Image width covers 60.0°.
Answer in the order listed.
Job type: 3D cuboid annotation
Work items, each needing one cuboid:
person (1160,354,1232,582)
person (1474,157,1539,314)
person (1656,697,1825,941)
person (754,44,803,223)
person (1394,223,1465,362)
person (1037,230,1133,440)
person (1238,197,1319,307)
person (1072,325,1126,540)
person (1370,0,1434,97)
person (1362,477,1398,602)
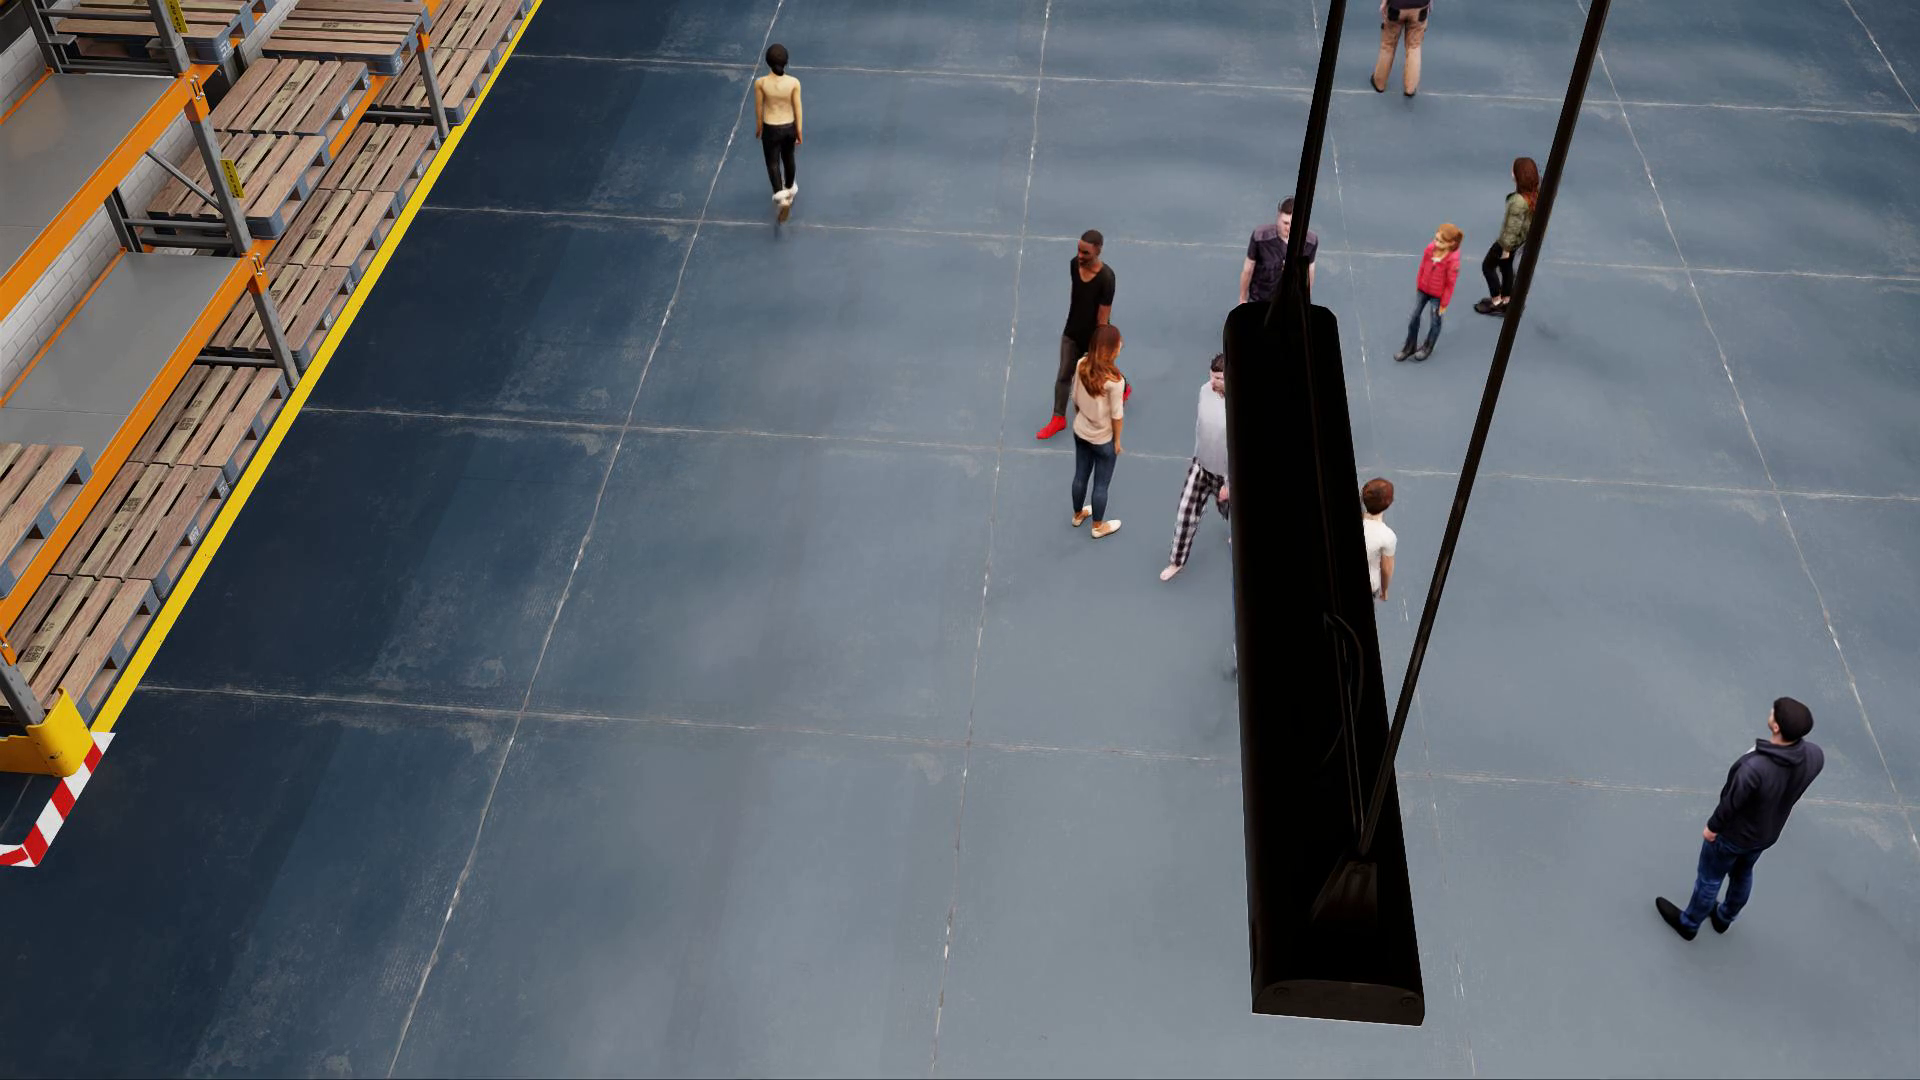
[{"bbox_3d":[1.865,-0.555,11.605,1.069,1.814,1.198,33,53,30],"label":"person"},{"bbox_3d":[4.668,-2.507,13.909,0.756,1.462,0.616,24,49,23],"label":"person"},{"bbox_3d":[4.404,1.596,9.294,0.748,1.888,0.721,-13,45,-13],"label":"person"},{"bbox_3d":[-1.623,-3.650,14.981,0.756,1.638,1.034,-6,44,-7],"label":"person"},{"bbox_3d":[3.895,-2.034,13.526,0.738,1.306,0.678,-30,51,-28],"label":"person"},{"bbox_3d":[1.063,-1.602,12.727,1.197,1.782,1.105,-33,53,-30],"label":"person"},{"bbox_3d":[2.446,-1.871,12.964,0.708,1.845,0.563,3,44,3],"label":"person"},{"bbox_3d":[0.965,-0.764,11.843,0.717,1.790,0.667,-33,53,-30],"label":"person"},{"bbox_3d":[4.468,-5.324,16.588,0.673,1.846,0.607,3,44,4],"label":"person"},{"bbox_3d":[2.525,0.350,10.804,1.022,1.608,1.169,33,53,30],"label":"person"}]
